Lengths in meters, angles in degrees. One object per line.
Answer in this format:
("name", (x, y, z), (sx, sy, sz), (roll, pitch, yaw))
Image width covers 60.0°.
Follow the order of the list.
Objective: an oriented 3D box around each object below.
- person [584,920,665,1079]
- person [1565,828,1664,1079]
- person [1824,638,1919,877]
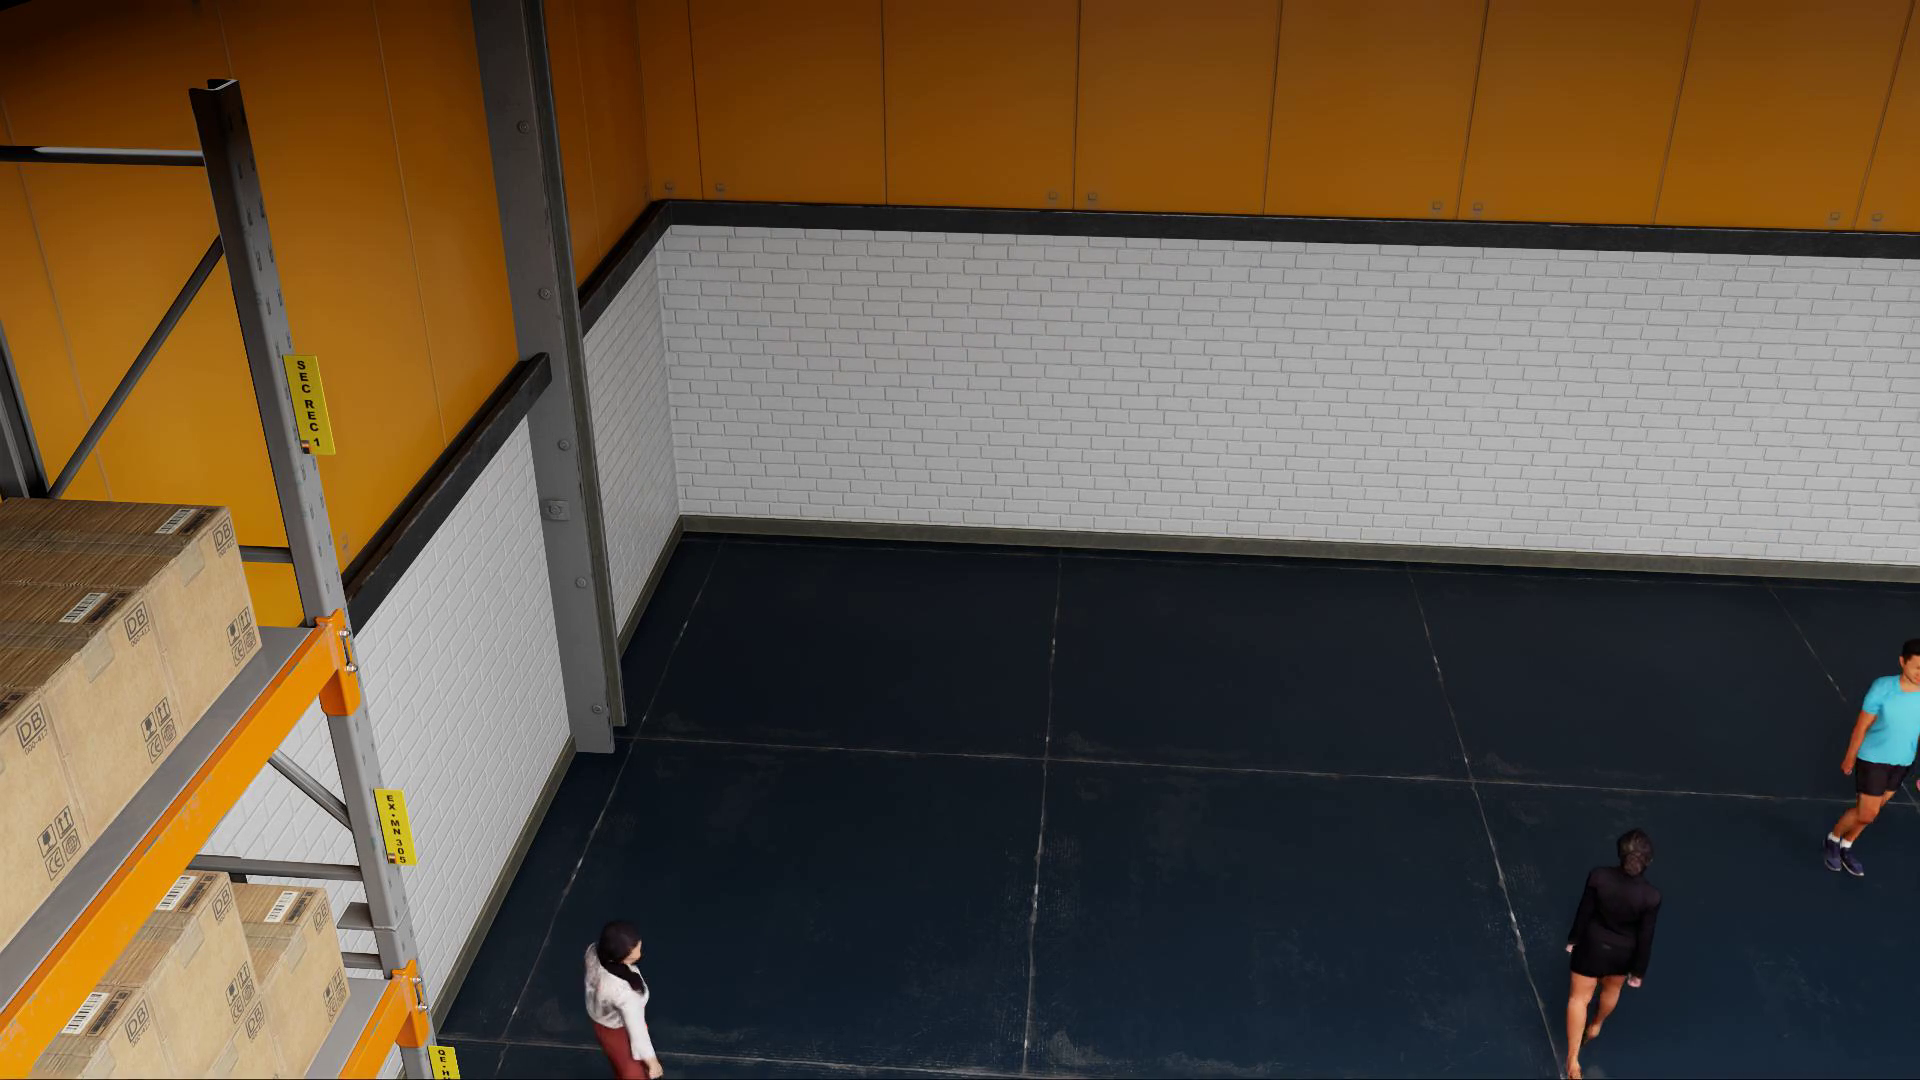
("person", (-1.699, 2.519, 8.375), (0.789, 1.732, 0.863), (22, 35, 34))
("person", (3.459, 2.282, 8.934), (0.789, 1.612, 1.083), (12, 31, 21))
("person", (5.800, 1.332, 10.522), (0.643, 1.759, 0.636), (0, 29, 0))
